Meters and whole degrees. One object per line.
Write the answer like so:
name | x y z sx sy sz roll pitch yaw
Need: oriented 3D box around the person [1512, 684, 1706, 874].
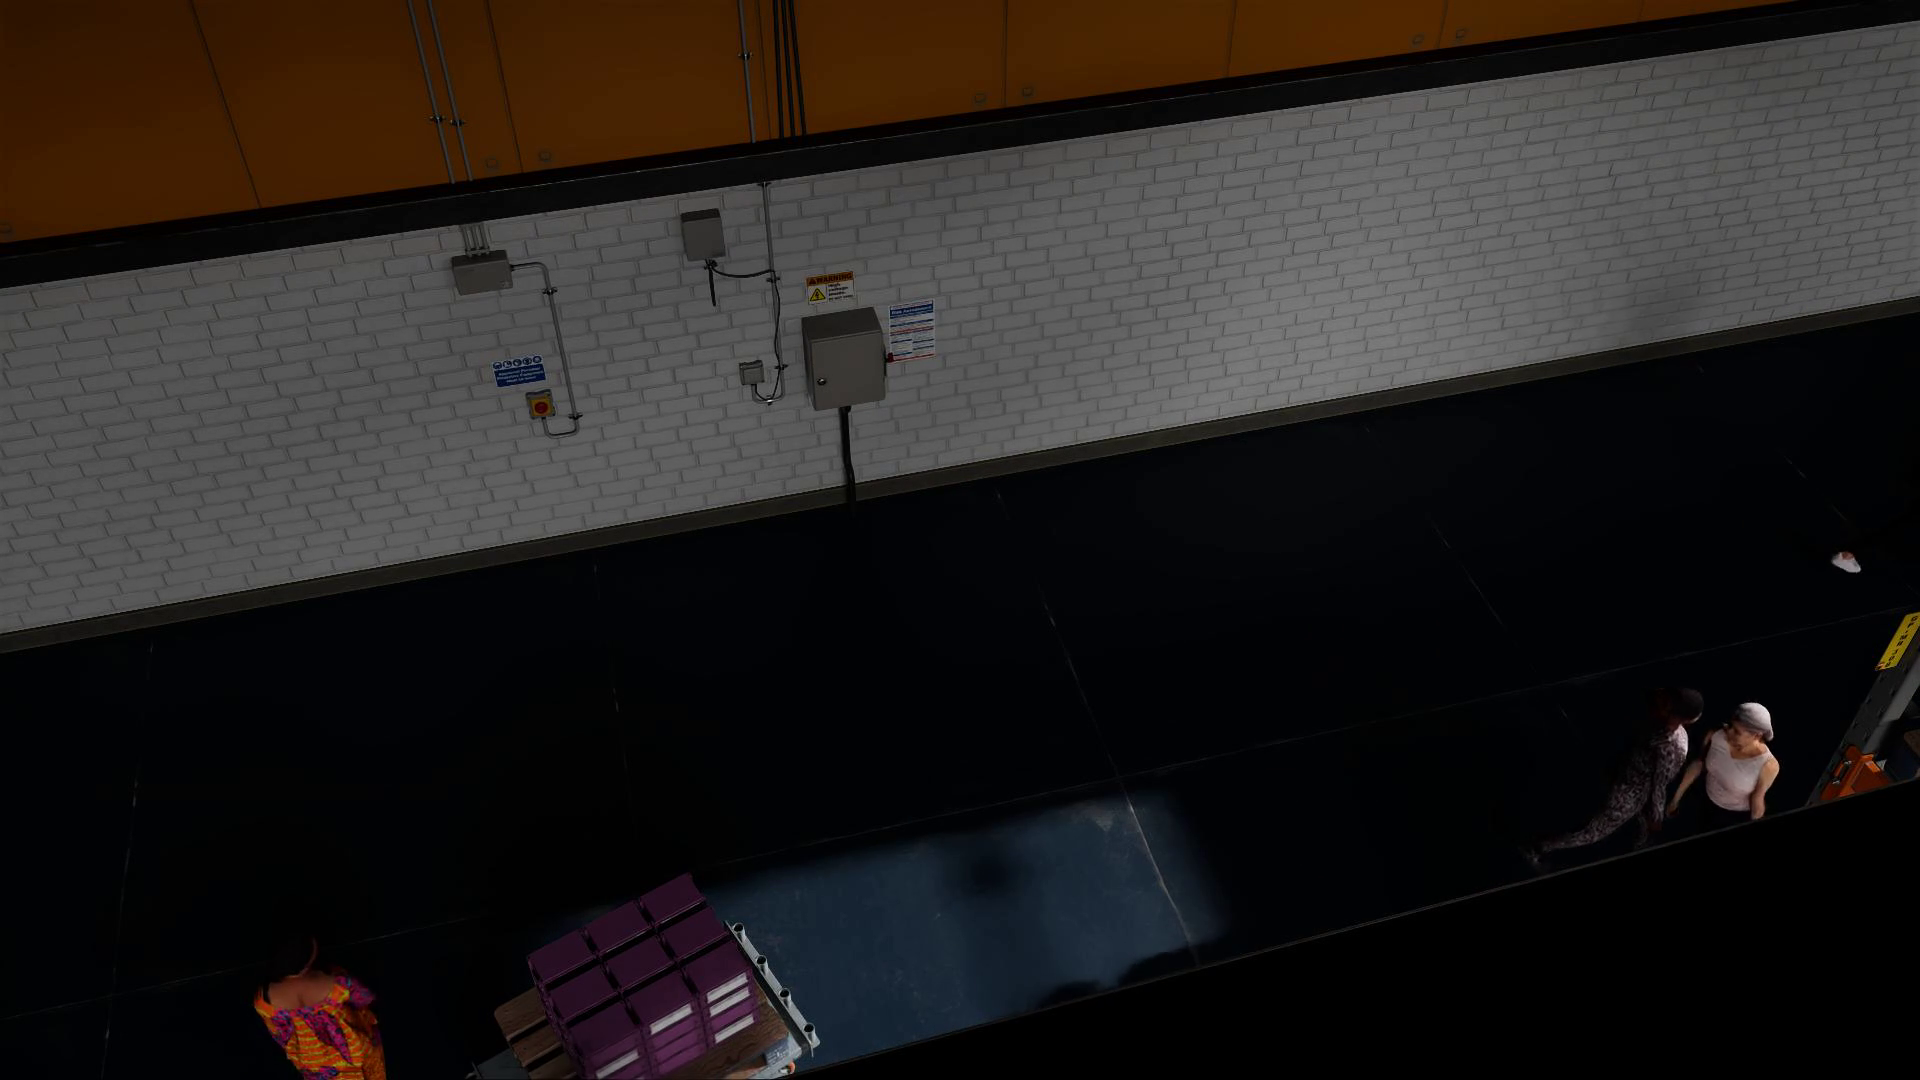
person | 3.705 1.408 9.395 1.051 1.675 1.152 12 45 13

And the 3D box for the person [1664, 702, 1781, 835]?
person | 4.344 1.474 9.322 0.731 1.679 0.648 -18 47 -18

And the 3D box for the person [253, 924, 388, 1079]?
person | -3.130 2.496 8.272 0.762 1.649 0.759 -7 44 -7
